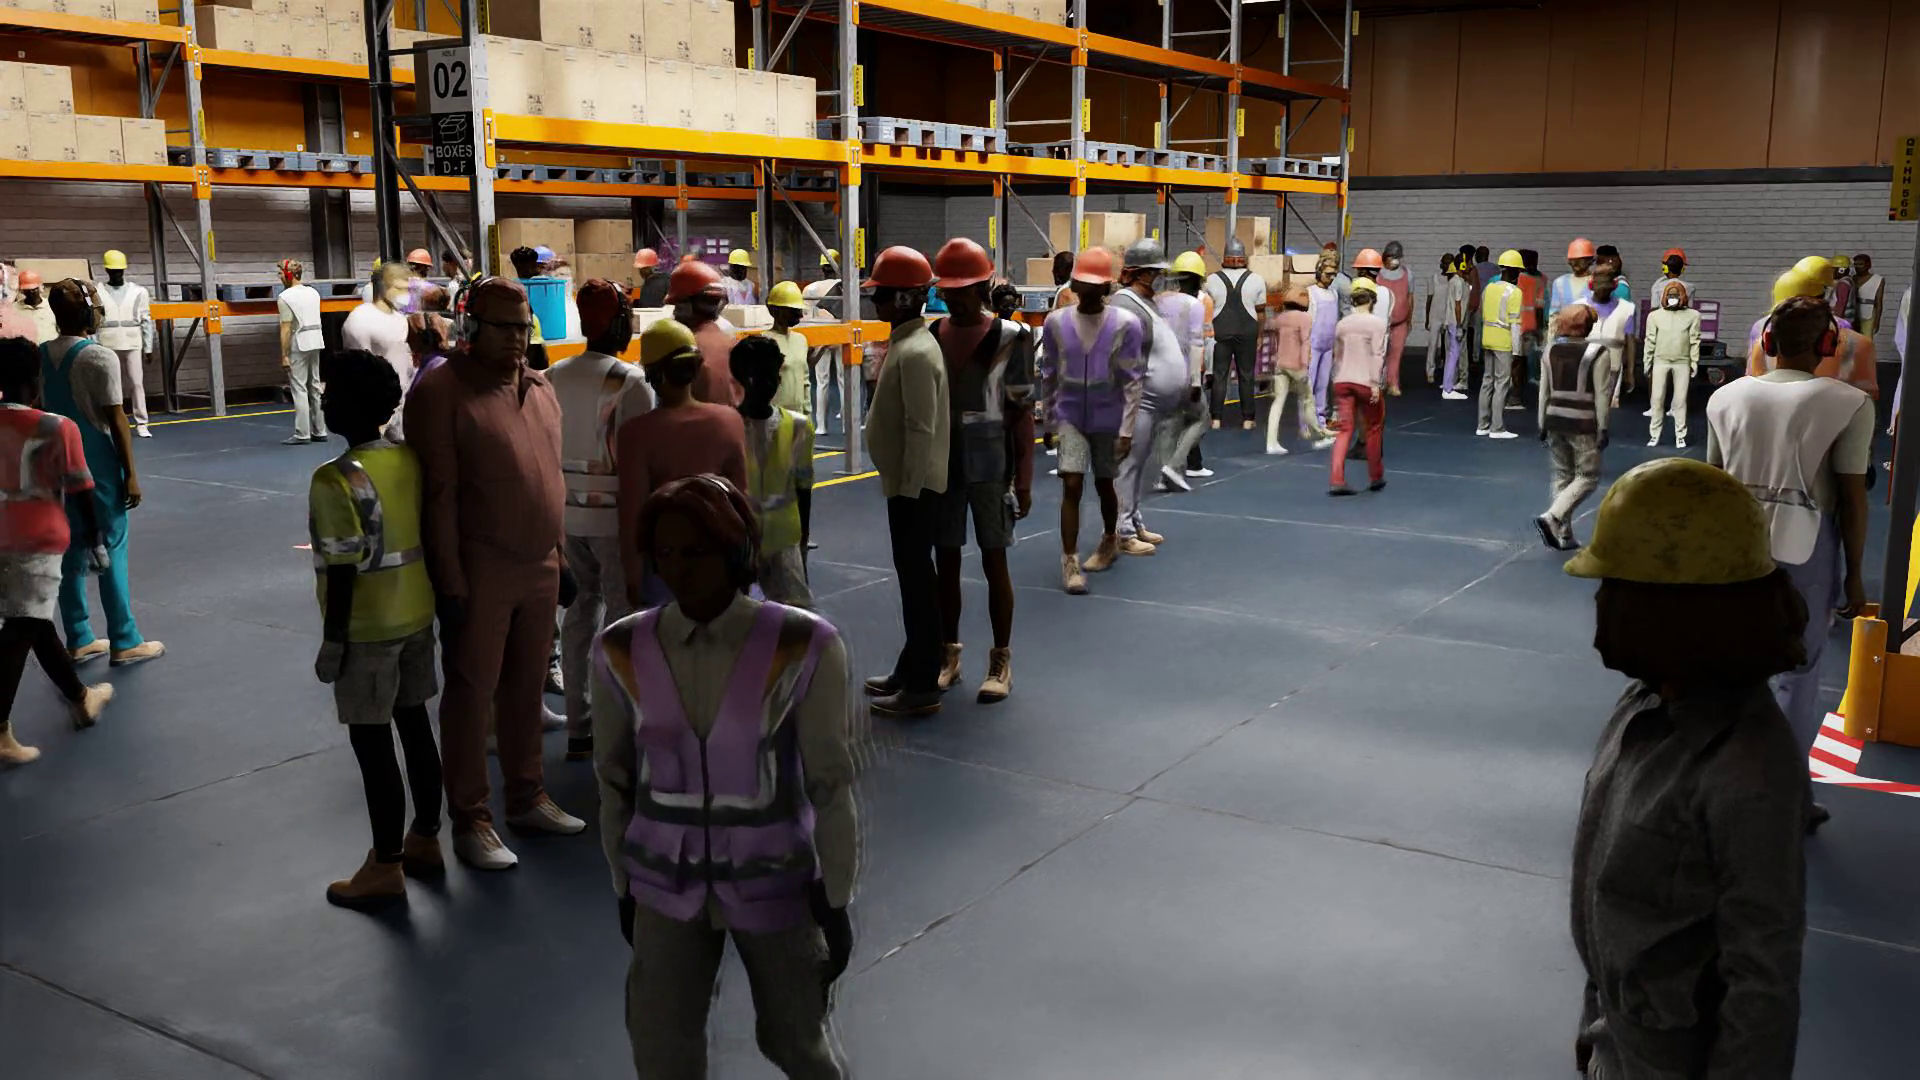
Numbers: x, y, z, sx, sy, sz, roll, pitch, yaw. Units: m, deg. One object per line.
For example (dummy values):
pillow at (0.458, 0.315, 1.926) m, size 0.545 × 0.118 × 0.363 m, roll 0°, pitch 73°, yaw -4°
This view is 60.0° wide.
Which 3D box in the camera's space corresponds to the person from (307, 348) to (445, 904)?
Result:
person at (-1.798, 0.263, 5.117) m, size 0.316 × 1.700 × 0.540 m, roll 2°, pitch 10°, yaw 11°

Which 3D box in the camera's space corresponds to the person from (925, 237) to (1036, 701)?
person at (0.024, -0.299, 7.326) m, size 0.611 × 2.032 × 0.411 m, roll 3°, pitch 11°, yaw 19°

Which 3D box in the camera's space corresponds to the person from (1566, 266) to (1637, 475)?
person at (5.419, -1.405, 14.093) m, size 0.572 × 1.788 × 0.971 m, roll 2°, pitch 10°, yaw 12°

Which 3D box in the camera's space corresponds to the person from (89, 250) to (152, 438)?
person at (-8.542, -1.980, 16.939) m, size 0.584 × 1.919 × 0.389 m, roll -6°, pitch 12°, yaw -30°

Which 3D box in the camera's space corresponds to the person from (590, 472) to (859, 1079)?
person at (-0.429, 0.653, 3.202) m, size 0.519 × 1.611 × 0.762 m, roll 1°, pitch 10°, yaw 6°

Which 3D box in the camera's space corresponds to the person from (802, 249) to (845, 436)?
person at (-1.337, -2.041, 17.255) m, size 0.594 × 1.924 × 0.382 m, roll -2°, pitch 10°, yaw -11°

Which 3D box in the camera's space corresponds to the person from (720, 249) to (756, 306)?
person at (-2.586, -2.425, 19.426) m, size 0.393 × 1.919 × 0.582 m, roll 9°, pitch 14°, yaw 41°

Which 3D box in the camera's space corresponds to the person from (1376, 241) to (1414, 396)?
person at (5.603, -2.912, 21.763) m, size 0.709 × 2.000 × 0.552 m, roll 0°, pitch 10°, yaw -1°

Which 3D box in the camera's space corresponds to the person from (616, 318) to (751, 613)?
person at (-0.988, 0.064, 6.083) m, size 0.543 × 1.745 × 0.659 m, roll -7°, pitch 12°, yaw -34°

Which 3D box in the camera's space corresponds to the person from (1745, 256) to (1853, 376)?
person at (4.961, -0.708, 9.868) m, size 0.386 × 1.927 × 0.589 m, roll -9°, pitch 13°, yaw -40°

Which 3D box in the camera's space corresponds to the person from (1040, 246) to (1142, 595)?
person at (0.773, -0.723, 9.789) m, size 0.602 × 2.003 × 0.992 m, roll 2°, pitch 11°, yaw 13°

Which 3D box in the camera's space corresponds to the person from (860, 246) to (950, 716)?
person at (-0.231, -0.248, 7.131) m, size 0.377 × 1.995 × 0.608 m, roll -1°, pitch 10°, yaw -5°

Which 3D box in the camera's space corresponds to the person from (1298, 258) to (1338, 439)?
person at (3.676, -1.952, 16.999) m, size 0.504 × 1.843 × 0.345 m, roll -7°, pitch 13°, yaw -36°

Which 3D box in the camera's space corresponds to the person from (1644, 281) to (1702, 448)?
person at (6.954, -1.709, 16.266) m, size 0.506 × 1.625 × 0.286 m, roll 5°, pitch 11°, yaw 24°

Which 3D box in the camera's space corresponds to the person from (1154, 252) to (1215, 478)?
person at (1.915, -1.489, 14.214) m, size 0.587 × 1.922 × 0.383 m, roll 8°, pitch 13°, yaw 39°

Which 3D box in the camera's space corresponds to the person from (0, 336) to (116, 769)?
person at (-3.684, 0.028, 6.558) m, size 0.551 × 1.639 × 0.876 m, roll 2°, pitch 10°, yaw 8°

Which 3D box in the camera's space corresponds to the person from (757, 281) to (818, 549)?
person at (-1.132, -0.782, 10.746) m, size 0.341 × 1.760 × 0.525 m, roll 7°, pitch 12°, yaw 33°

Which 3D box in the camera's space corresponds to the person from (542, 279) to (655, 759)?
person at (-1.353, -0.051, 6.375) m, size 0.574 × 1.879 × 0.355 m, roll 7°, pitch 13°, yaw 35°

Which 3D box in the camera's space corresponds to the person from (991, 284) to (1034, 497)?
person at (0.332, -1.149, 12.978) m, size 0.534 × 1.692 × 0.322 m, roll -4°, pitch 11°, yaw -20°

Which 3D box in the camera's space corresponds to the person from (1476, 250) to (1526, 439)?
person at (5.557, -1.993, 17.032) m, size 0.394 × 1.919 × 0.581 m, roll -4°, pitch 11°, yaw -19°

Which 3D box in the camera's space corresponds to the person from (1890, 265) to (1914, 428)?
person at (10.119, -2.066, 17.662) m, size 0.350 × 1.835 × 0.519 m, roll 6°, pitch 12°, yaw 31°

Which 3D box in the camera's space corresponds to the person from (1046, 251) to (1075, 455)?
person at (1.028, -1.752, 15.683) m, size 0.376 × 1.915 × 0.600 m, roll 3°, pitch 11°, yaw 15°

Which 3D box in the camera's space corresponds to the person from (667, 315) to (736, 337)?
person at (-1.761, -0.867, 11.126) m, size 0.597 × 1.801 × 0.724 m, roll 4°, pitch 11°, yaw 23°

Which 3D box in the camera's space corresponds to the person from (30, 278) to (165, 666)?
person at (-4.139, -0.314, 7.914) m, size 0.504 × 1.847 × 0.345 m, roll 2°, pitch 11°, yaw 13°

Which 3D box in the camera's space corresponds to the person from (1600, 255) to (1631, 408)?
person at (7.863, -2.520, 20.156) m, size 0.429 × 1.837 × 0.633 m, roll 1°, pitch 10°, yaw 6°

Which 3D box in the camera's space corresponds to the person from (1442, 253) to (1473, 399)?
person at (6.354, -2.727, 21.245) m, size 0.329 × 1.862 × 0.510 m, roll 2°, pitch 10°, yaw 10°

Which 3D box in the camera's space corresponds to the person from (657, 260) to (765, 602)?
person at (-0.956, -0.248, 7.316) m, size 0.924 × 1.944 × 0.646 m, roll 5°, pitch 11°, yaw 27°

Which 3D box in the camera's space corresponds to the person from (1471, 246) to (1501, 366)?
person at (8.391, -3.754, 26.739) m, size 0.627 × 1.931 × 0.381 m, roll -5°, pitch 11°, yaw -24°

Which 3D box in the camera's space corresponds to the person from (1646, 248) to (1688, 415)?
person at (8.221, -2.419, 19.355) m, size 0.387 × 1.929 × 0.543 m, roll 3°, pitch 11°, yaw 14°

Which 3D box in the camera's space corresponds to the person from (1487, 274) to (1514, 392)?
person at (7.255, -2.893, 22.209) m, size 0.391 × 1.841 × 0.564 m, roll -6°, pitch 12°, yaw -32°

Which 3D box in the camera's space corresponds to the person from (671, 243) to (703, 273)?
person at (-3.592, -2.969, 22.079) m, size 0.711 × 2.000 × 0.547 m, roll 7°, pitch 12°, yaw 33°

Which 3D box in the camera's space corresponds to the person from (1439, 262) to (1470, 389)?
person at (6.741, -2.917, 22.653) m, size 0.337 × 1.735 × 0.487 m, roll -3°, pitch 11°, yaw -15°

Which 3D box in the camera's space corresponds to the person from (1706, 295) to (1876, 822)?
person at (2.834, 0.077, 5.776) m, size 0.397 × 1.835 × 0.566 m, roll -7°, pitch 13°, yaw -35°
